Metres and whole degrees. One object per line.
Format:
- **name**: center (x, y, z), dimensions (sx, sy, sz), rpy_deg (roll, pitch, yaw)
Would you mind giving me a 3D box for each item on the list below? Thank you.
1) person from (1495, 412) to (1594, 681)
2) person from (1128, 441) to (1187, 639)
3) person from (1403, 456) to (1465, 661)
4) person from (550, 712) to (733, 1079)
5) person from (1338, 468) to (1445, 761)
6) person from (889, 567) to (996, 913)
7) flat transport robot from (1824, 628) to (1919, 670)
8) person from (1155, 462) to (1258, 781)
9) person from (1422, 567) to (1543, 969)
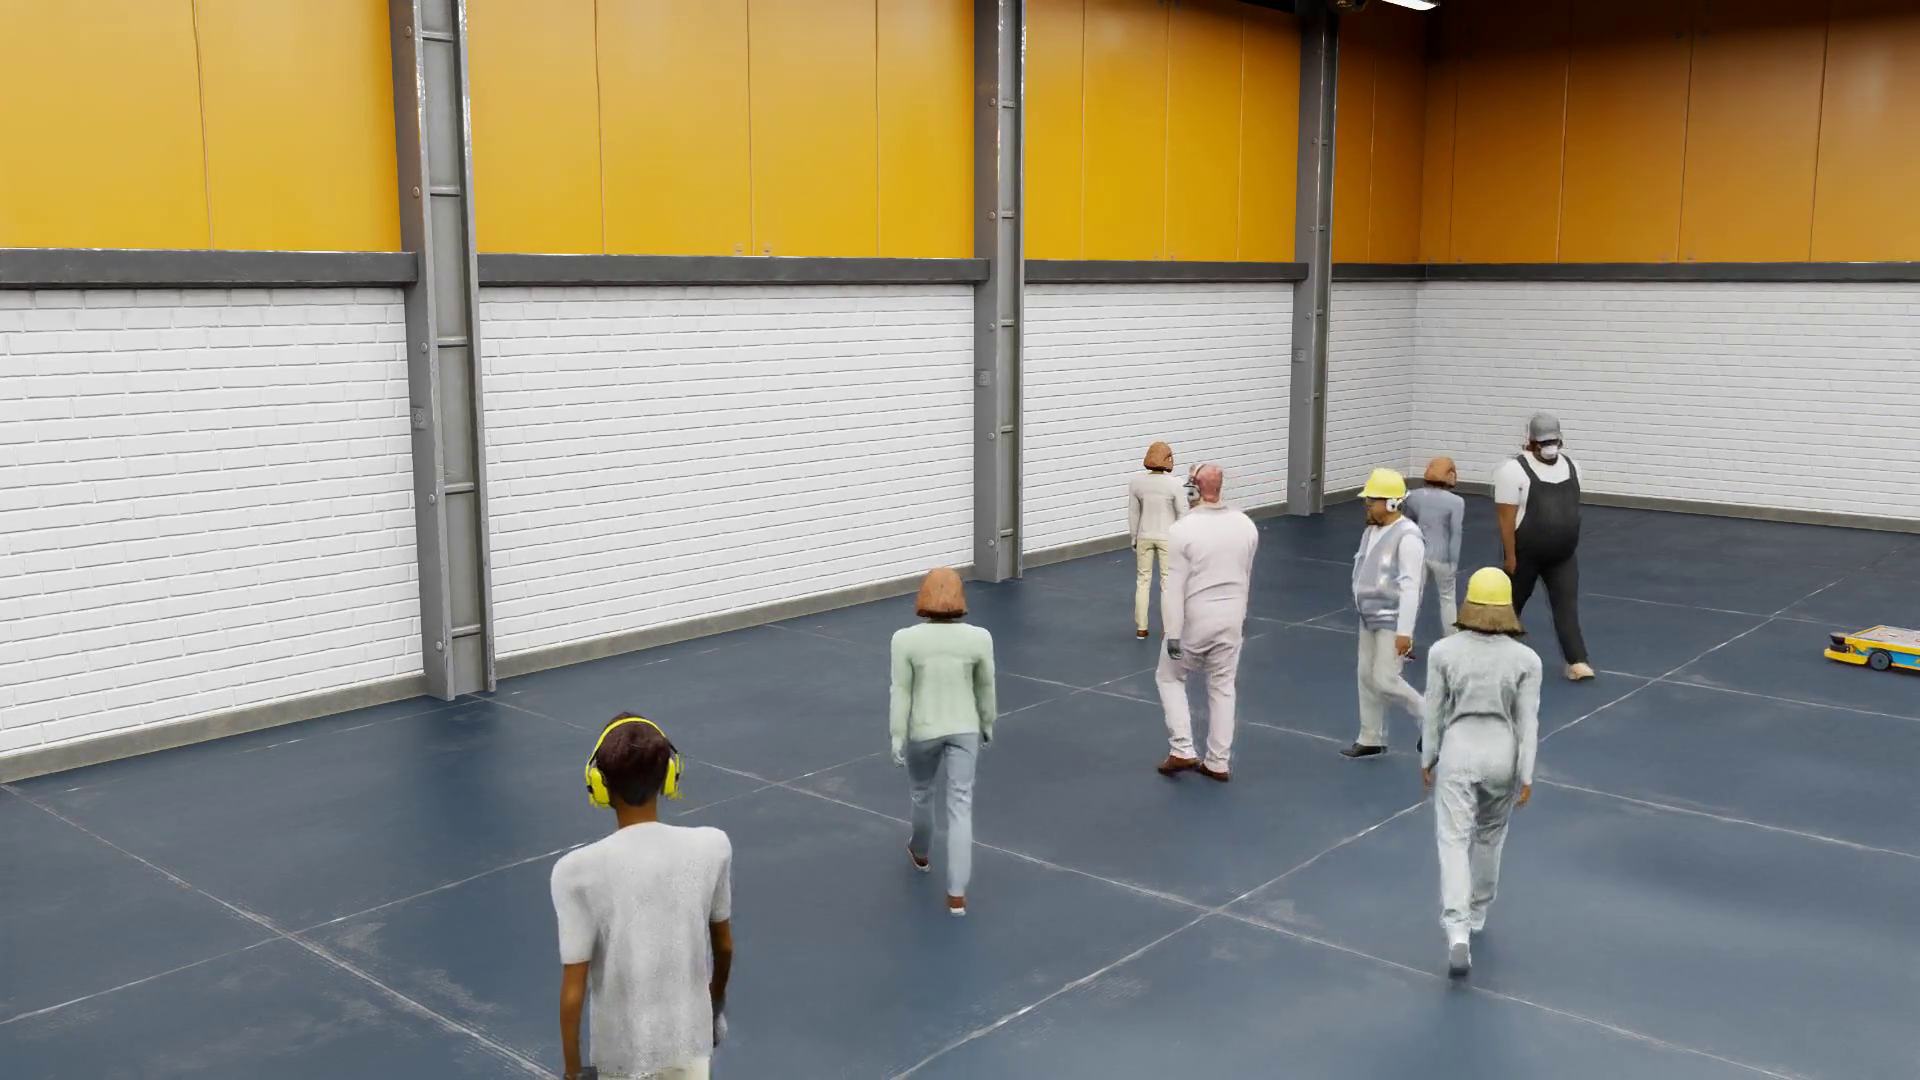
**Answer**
- **person**: center (4.336, -0.003, 12.378), dimensions (0.686, 2.000, 1.036), rpy_deg (-2, 9, -12)
- **person**: center (1.615, 0.011, 13.563), dimensions (0.500, 1.633, 0.280), rpy_deg (4, 10, 26)
- **person**: center (3.666, 0.140, 12.893), dimensions (0.509, 1.583, 0.841), rpy_deg (8, 12, 41)
- **person**: center (-0.845, 1.360, 4.496), dimensions (0.509, 1.825, 0.949), rpy_deg (-4, 10, -22)
- **person**: center (2.643, 0.466, 10.110), dimensions (0.554, 1.821, 0.604), rpy_deg (-2, 9, -13)
- **person**: center (-0.087, 0.918, 8.005), dimensions (0.521, 1.588, 0.851), rpy_deg (-1, 9, -6)
- **flat transport robot**: center (7.363, 0.866, 12.461), dimensions (0.652, 0.197, 1.431), rpy_deg (-8, 12, -40)
- **person**: center (1.425, 0.482, 9.826), dimensions (0.646, 1.891, 0.503), rpy_deg (-4, 10, -25)
- **person**: center (2.270, 0.975, 7.266), dimensions (0.488, 1.711, 0.844), rpy_deg (2, 9, 15)
